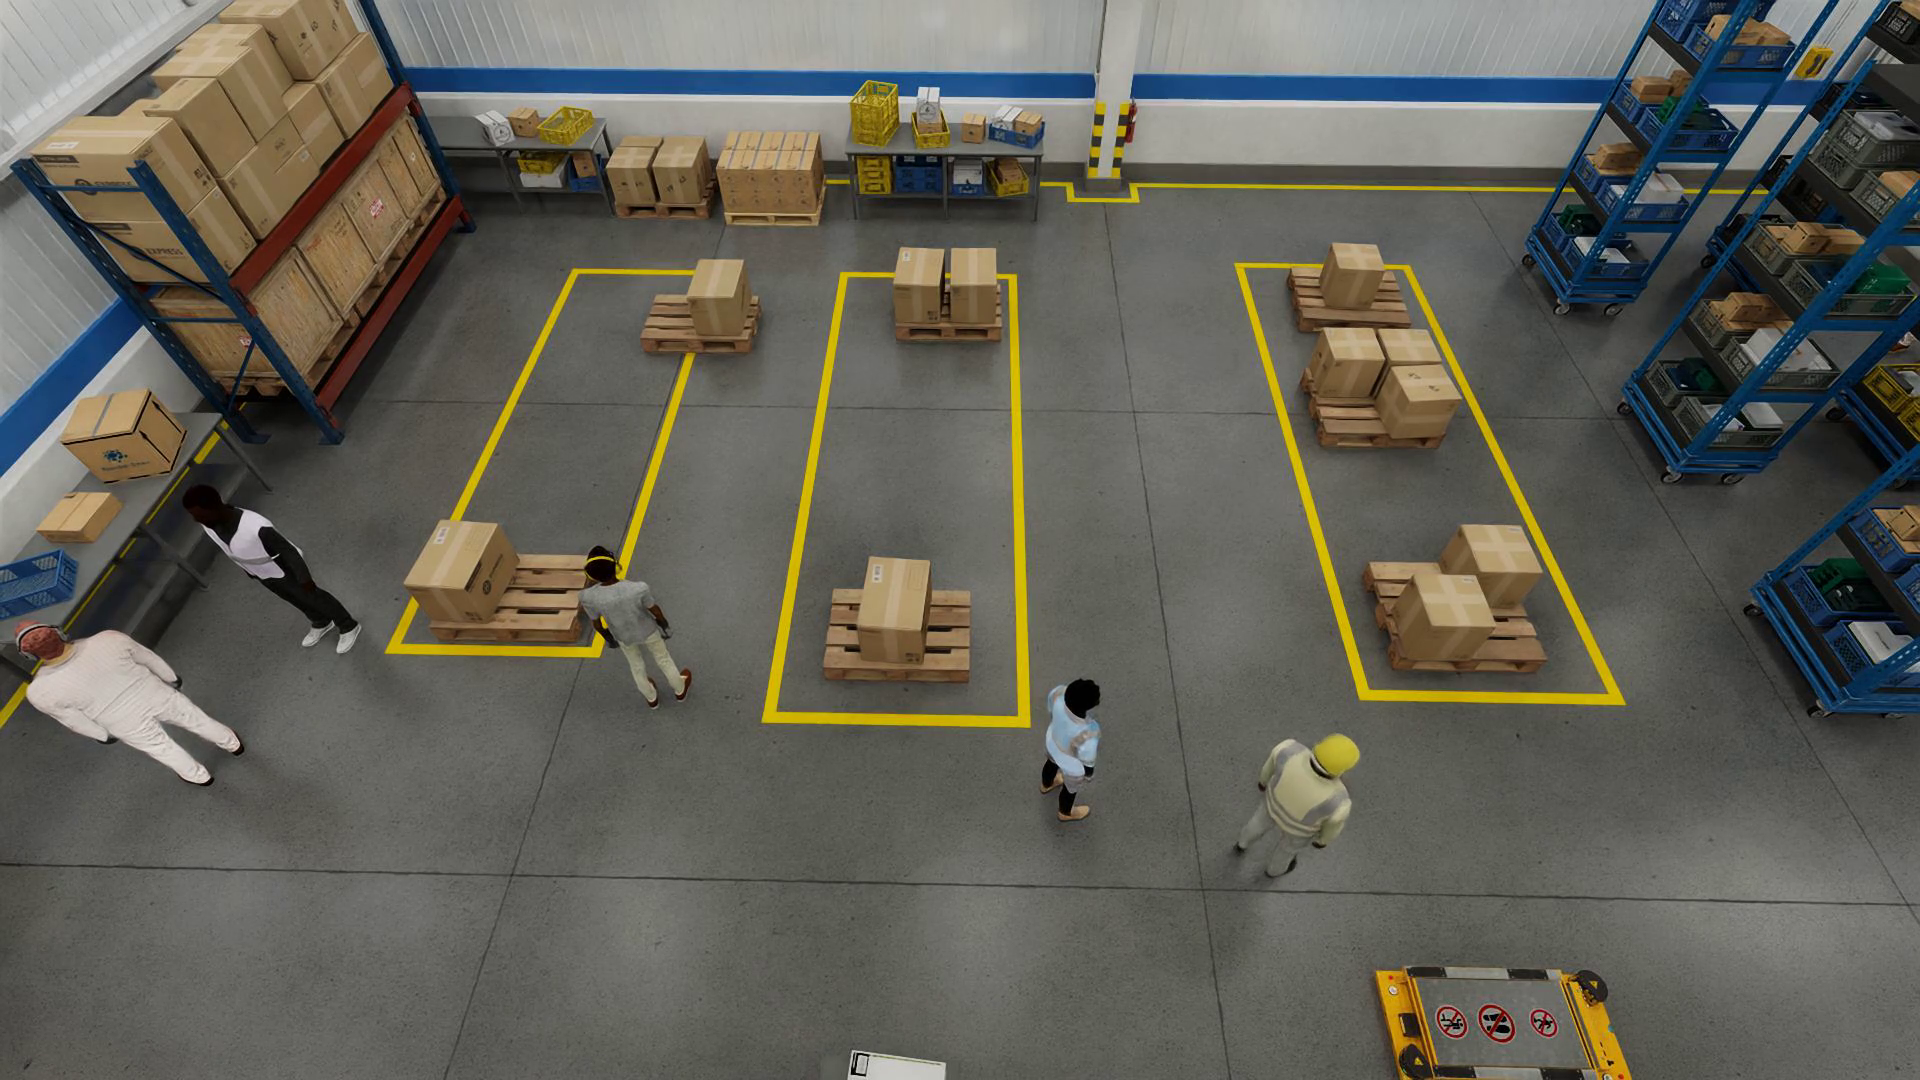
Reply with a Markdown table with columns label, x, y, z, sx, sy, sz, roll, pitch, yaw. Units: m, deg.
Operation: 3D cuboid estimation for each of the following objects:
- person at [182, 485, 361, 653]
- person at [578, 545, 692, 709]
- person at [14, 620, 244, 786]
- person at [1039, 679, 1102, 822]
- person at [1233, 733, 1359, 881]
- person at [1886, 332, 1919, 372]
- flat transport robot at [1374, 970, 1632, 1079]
| label | x | y | z | sx | sy | sz | roll | pitch | yaw |
| --- | --- | --- | --- | --- | --- | --- | --- | --- | --- |
| person | -5.400 | 0.222 | 7.232 | 0.599 | 1.917 | 0.375 | 11 | 52 | 9 |
| person | -2.438 | 0.673 | 6.892 | 0.511 | 1.877 | 0.328 | -11 | 52 | -9 |
| person | -5.865 | 1.152 | 6.481 | 0.410 | 1.909 | 0.643 | 21 | 54 | 16 |
| person | 0.773 | 1.456 | 6.367 | 0.318 | 1.697 | 0.535 | -21 | 54 | -16 |
| person | 2.218 | 1.757 | 6.036 | 0.404 | 1.832 | 0.597 | -27 | 56 | -20 |
| person | 10.657 | -2.662 | 9.532 | 0.371 | 1.997 | 0.622 | -17 | 53 | -13 |
| flat transport robot | 3.501 | 3.133 | 5.914 | 1.431 | 0.197 | 0.652 | 1 | 51 | 1 |
